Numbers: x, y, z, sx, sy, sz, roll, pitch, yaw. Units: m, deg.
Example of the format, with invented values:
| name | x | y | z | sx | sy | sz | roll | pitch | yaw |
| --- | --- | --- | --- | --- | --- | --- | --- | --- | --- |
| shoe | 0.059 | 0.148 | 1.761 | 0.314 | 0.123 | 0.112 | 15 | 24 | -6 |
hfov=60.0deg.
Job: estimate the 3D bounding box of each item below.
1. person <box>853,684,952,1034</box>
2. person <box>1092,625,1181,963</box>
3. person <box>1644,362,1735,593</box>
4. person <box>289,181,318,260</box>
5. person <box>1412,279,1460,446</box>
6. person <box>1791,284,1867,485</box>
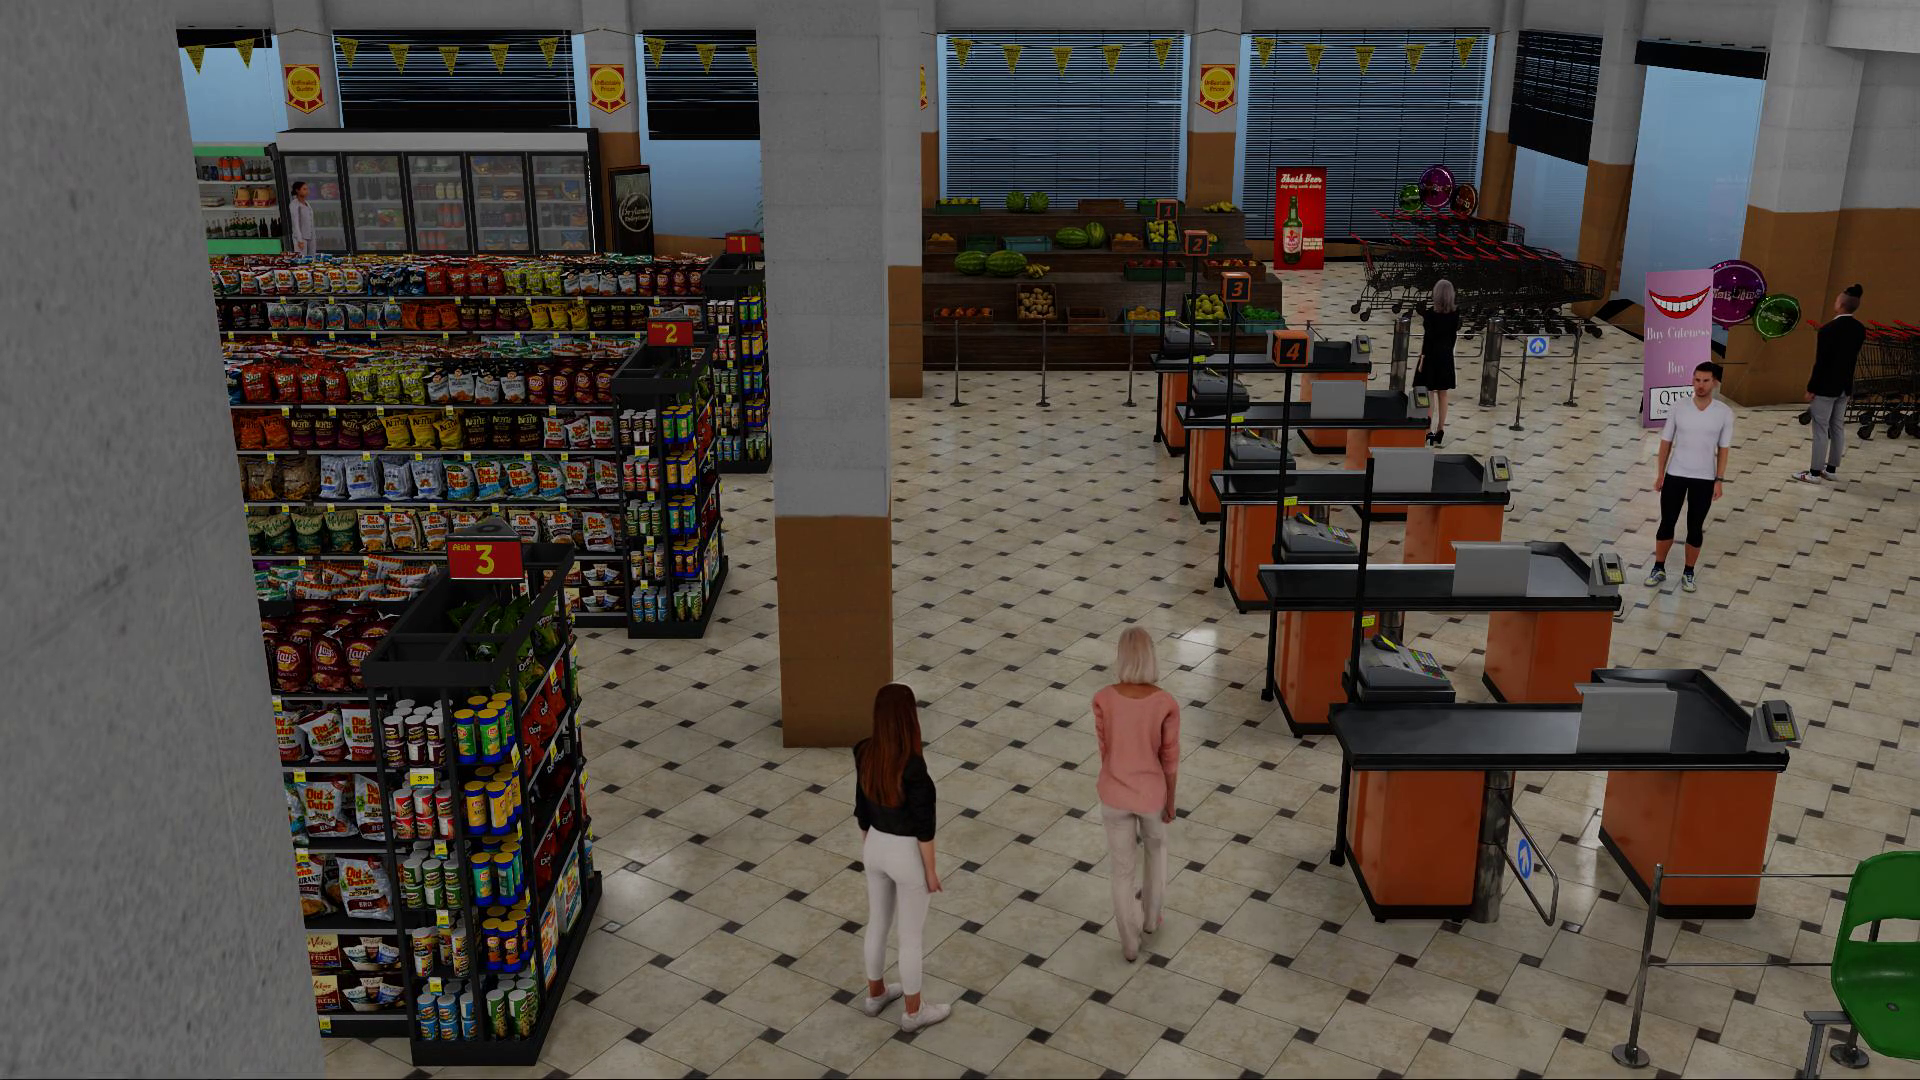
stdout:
| name | x | y | z | sx | sy | sz | roll | pitch | yaw |
| --- | --- | --- | --- | --- | --- | --- | --- | --- | --- |
| person | -0.293 | 1.453 | 7.669 | 0.661 | 1.704 | 0.739 | 15 | 24 | 38 |
| person | 0.839 | 1.284 | 8.167 | 0.658 | 1.706 | 0.712 | 3 | 19 | 10 |
| person | 5.837 | -0.519 | 13.286 | 0.681 | 1.851 | 0.806 | 10 | 21 | 27 |
| person | -10.224 | -4.707 | 25.889 | 0.616 | 1.735 | 0.665 | 4 | 19 | 10 |
| person | 5.000 | -1.870 | 17.458 | 0.631 | 1.746 | 0.747 | -8 | 20 | -22 |
| person | 8.456 | -1.516 | 16.090 | 0.693 | 1.950 | 0.848 | -8 | 20 | -22 |
